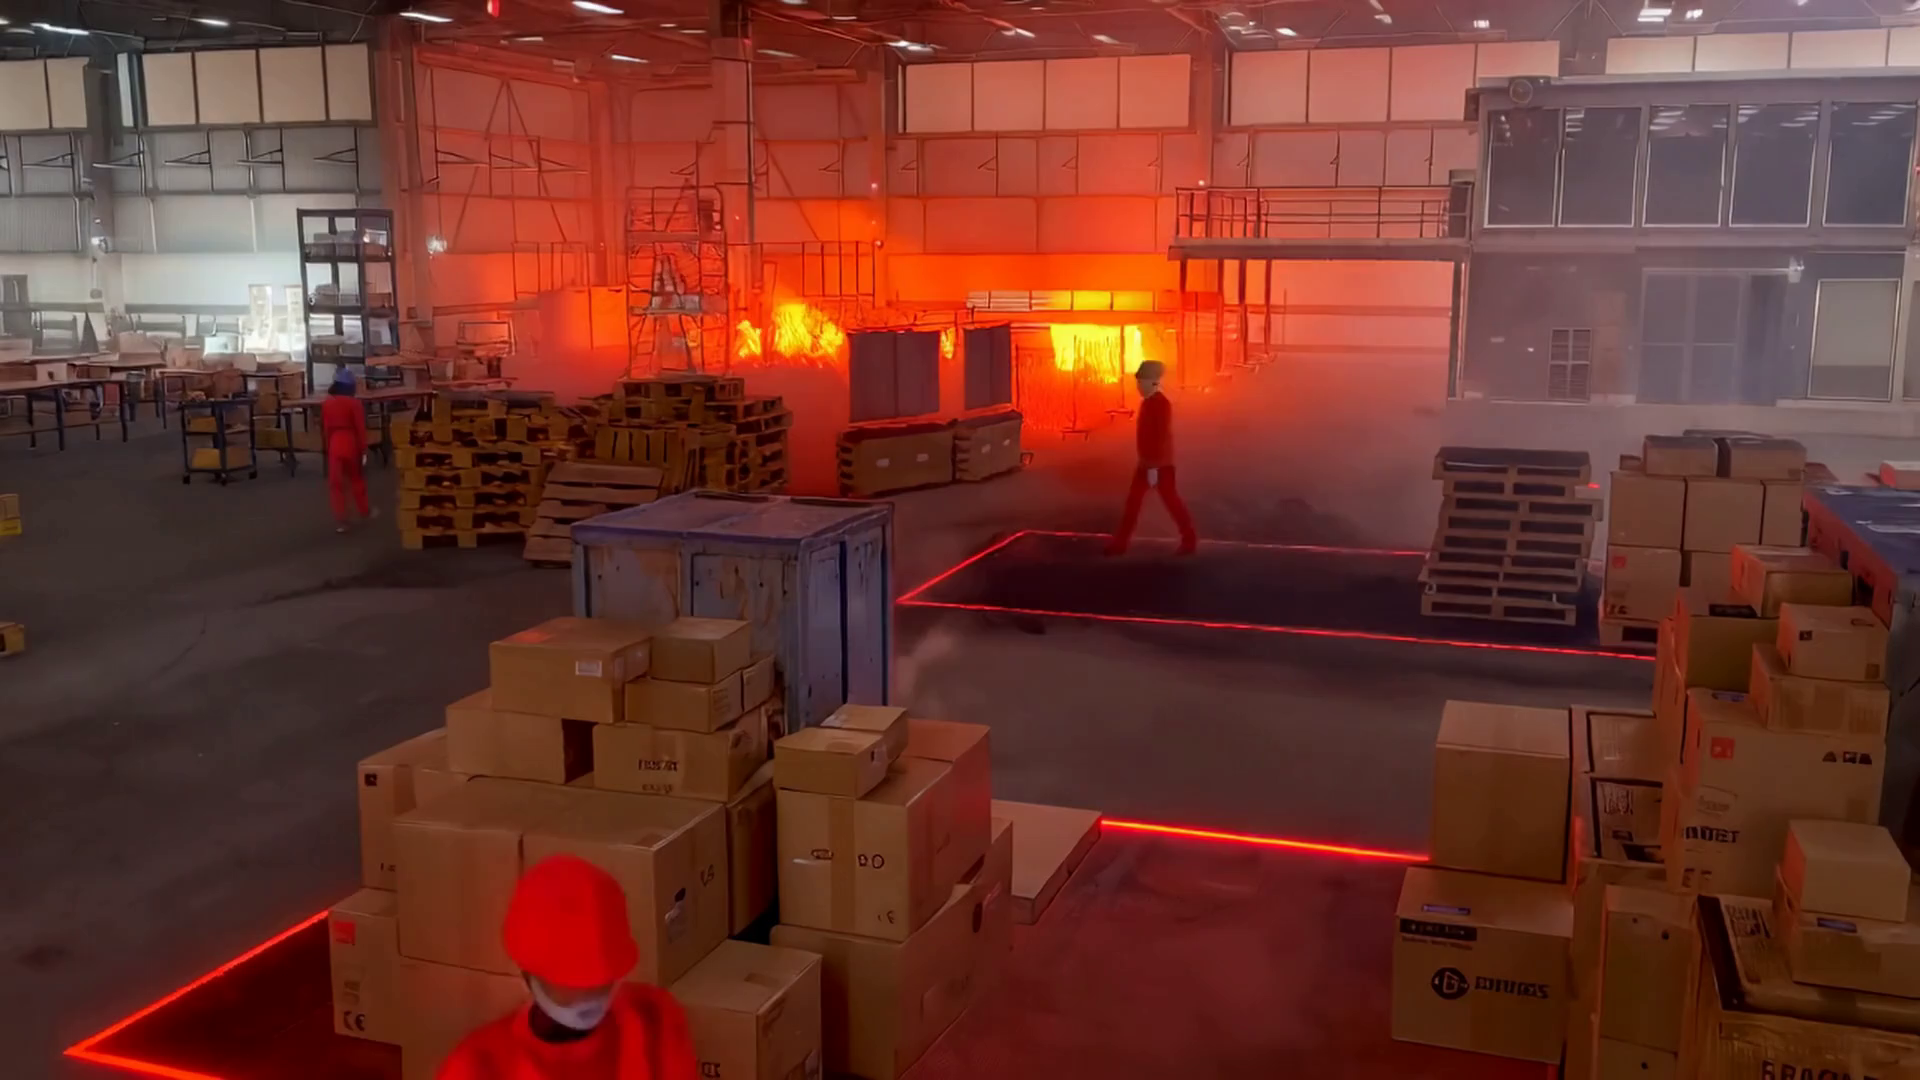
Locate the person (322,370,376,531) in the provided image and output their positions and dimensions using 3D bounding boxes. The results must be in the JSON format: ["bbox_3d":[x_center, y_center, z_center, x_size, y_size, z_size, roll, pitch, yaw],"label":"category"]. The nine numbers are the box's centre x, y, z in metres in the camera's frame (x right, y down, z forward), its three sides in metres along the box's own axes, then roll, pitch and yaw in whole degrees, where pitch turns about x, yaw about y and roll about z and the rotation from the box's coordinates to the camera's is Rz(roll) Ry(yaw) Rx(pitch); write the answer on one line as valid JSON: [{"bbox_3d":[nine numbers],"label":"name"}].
[{"bbox_3d":[-6.577,-0.979,17.896,0.516,1.685,0.831,0,10,1],"label":"person"}]

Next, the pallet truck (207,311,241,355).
[{"bbox_3d":[-19.537,-5.575,44.913,0.653,1.274,1.630,3,11,19],"label":"pallet truck"}]

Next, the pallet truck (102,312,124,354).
[{"bbox_3d":[-23.057,-5.777,46.261,0.680,1.201,1.601,3,11,19],"label":"pallet truck"}]

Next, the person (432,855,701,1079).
[{"bbox_3d":[-0.689,1.525,3.267,0.971,1.884,0.571,10,14,44],"label":"person"}]

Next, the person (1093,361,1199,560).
[{"bbox_3d":[1.856,-0.744,15.950,1.046,1.940,0.631,-3,11,-18],"label":"person"}]

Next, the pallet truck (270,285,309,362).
[{"bbox_3d":[-17.147,-5.700,43.663,0.823,1.965,1.885,3,11,17],"label":"pallet truck"}]

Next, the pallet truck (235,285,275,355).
[{"bbox_3d":[-18.327,-5.835,44.421,0.823,1.965,1.885,4,11,23],"label":"pallet truck"}]

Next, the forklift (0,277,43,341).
[{"bbox_3d":[-27.151,-6.329,46.328,1.157,1.987,2.680,3,11,17],"label":"forklift"}]

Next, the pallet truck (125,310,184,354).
[{"bbox_3d":[-22.038,-5.665,45.457,0.704,1.261,1.522,3,11,17],"label":"pallet truck"}]
